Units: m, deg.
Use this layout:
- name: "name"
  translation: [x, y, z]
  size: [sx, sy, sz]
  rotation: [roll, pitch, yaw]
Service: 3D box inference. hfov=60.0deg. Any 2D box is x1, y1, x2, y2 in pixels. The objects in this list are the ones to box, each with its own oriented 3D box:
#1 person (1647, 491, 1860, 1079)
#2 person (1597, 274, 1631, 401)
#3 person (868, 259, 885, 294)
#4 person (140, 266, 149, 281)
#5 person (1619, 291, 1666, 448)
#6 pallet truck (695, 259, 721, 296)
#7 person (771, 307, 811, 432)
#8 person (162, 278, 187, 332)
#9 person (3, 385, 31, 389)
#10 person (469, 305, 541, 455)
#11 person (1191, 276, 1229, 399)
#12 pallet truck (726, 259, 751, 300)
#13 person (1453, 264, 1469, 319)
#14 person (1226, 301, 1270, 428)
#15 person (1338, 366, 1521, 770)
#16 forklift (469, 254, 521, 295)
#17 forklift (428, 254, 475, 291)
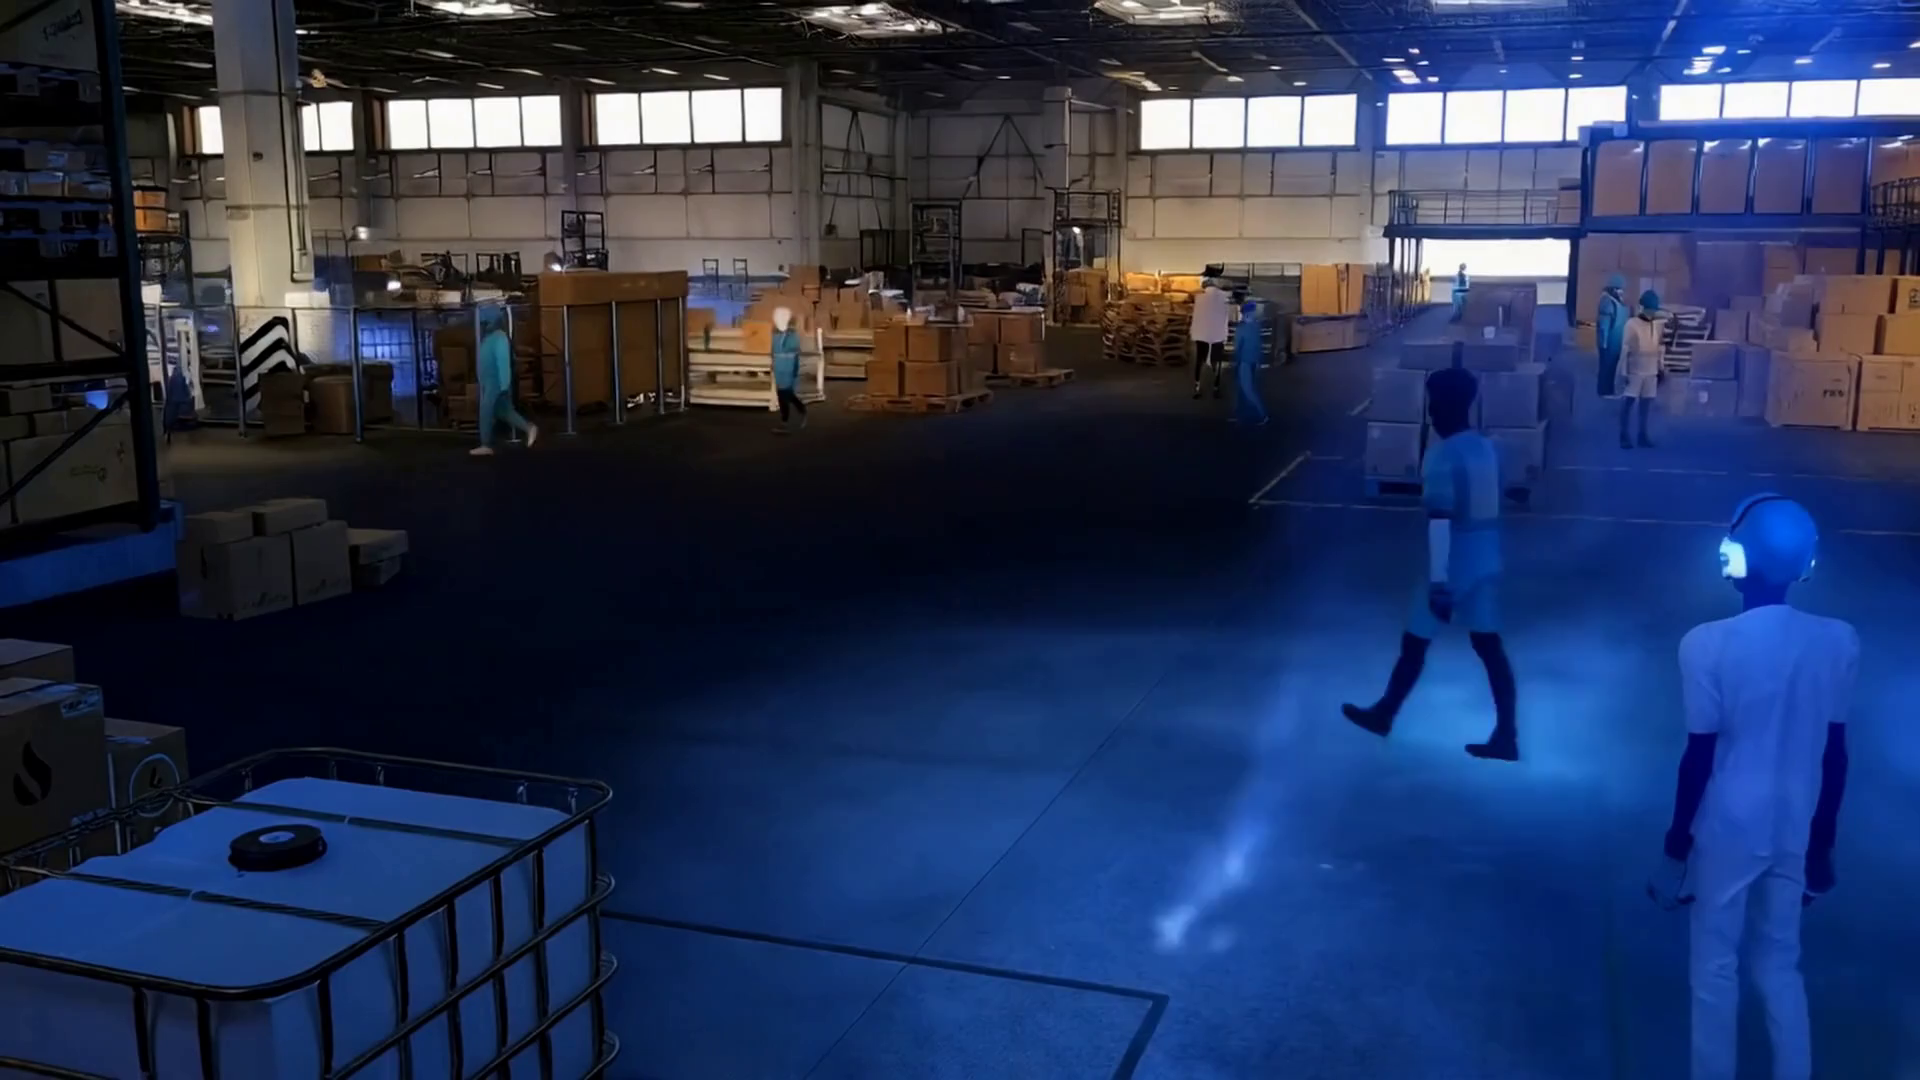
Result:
- name: "person"
  translation: [2.078, 0.804, 4.394]
  size: [0.533, 1.868, 0.310]
  rotation: [-2, 10, -11]
- name: "person"
  translation: [10.549, -3.256, 26.773]
  size: [0.538, 2.000, 0.684]
  rotation: [8, 13, 39]
- name: "person"
  translation: [-2.643, -7.734, 51.977]
  size: [0.614, 2.045, 0.368]
  rotation: [-8, 13, -37]
- name: "person"
  translation: [-27.164, -8.240, 55.505]
  size: [0.740, 1.808, 0.596]
  rotation: [-7, 12, -35]
- name: "person"
  translation: [8.424, -2.091, 20.501]
  size: [0.547, 1.938, 0.378]
  rotation: [-1, 10, -7]
- name: "pallet truck"
  translation: [-9.165, -9.627, 62.776]
  size: [0.823, 1.965, 1.885]
  rotation: [4, 11, 23]
- name: "person"
  translation: [-2.305, -2.274, 22.235]
  size: [0.423, 1.686, 0.540]
  rotation: [-7, 12, -36]
- name: "person"
  translation: [-17.846, -5.071, 37.783]
  size: [0.553, 1.751, 0.367]
  rotation: [-2, 10, -8]
- name: "person"
  translation: [-11.608, -1.963, 20.482]
  size: [0.319, 1.689, 0.532]
  rotation: [-2, 10, -11]
- name: "person"
  translation: [-5.482, -1.915, 19.919]
  size: [0.802, 1.799, 0.589]
  rotation: [-4, 11, -21]
- name: "person"
  translation: [4.057, -3.272, 26.988]
  size: [0.609, 1.997, 0.377]
  rotation: [1, 10, 5]
- name: "pallet truck"
  translation: [-7.986, -9.493, 62.019]
  size: [0.823, 1.965, 1.885]
  rotation: [3, 11, 17]
- name: "person"
  translation: [16.892, -8.367, 56.079]
  size: [0.600, 1.846, 0.819]
  rotation: [7, 12, 36]
- name: "person"
  translation: [3.996, -2.418, 22.917]
  size: [0.527, 1.740, 0.811]
  rotation: [-8, 13, -38]
- name: "person"
  translation: [2.358, 0.117, 8.120]
  size: [0.634, 1.908, 0.995]
  rotation: [-8, 13, -38]
- name: "forklift"
  translation: [-17.990, -10.121, 64.684]
  size: [1.157, 1.987, 2.680]
  rotation: [3, 11, 17]
- name: "forklift"
  translation: [-20.133, -10.254, 65.465]
  size: [1.157, 1.987, 2.680]
  rotation: [3, 11, 19]
